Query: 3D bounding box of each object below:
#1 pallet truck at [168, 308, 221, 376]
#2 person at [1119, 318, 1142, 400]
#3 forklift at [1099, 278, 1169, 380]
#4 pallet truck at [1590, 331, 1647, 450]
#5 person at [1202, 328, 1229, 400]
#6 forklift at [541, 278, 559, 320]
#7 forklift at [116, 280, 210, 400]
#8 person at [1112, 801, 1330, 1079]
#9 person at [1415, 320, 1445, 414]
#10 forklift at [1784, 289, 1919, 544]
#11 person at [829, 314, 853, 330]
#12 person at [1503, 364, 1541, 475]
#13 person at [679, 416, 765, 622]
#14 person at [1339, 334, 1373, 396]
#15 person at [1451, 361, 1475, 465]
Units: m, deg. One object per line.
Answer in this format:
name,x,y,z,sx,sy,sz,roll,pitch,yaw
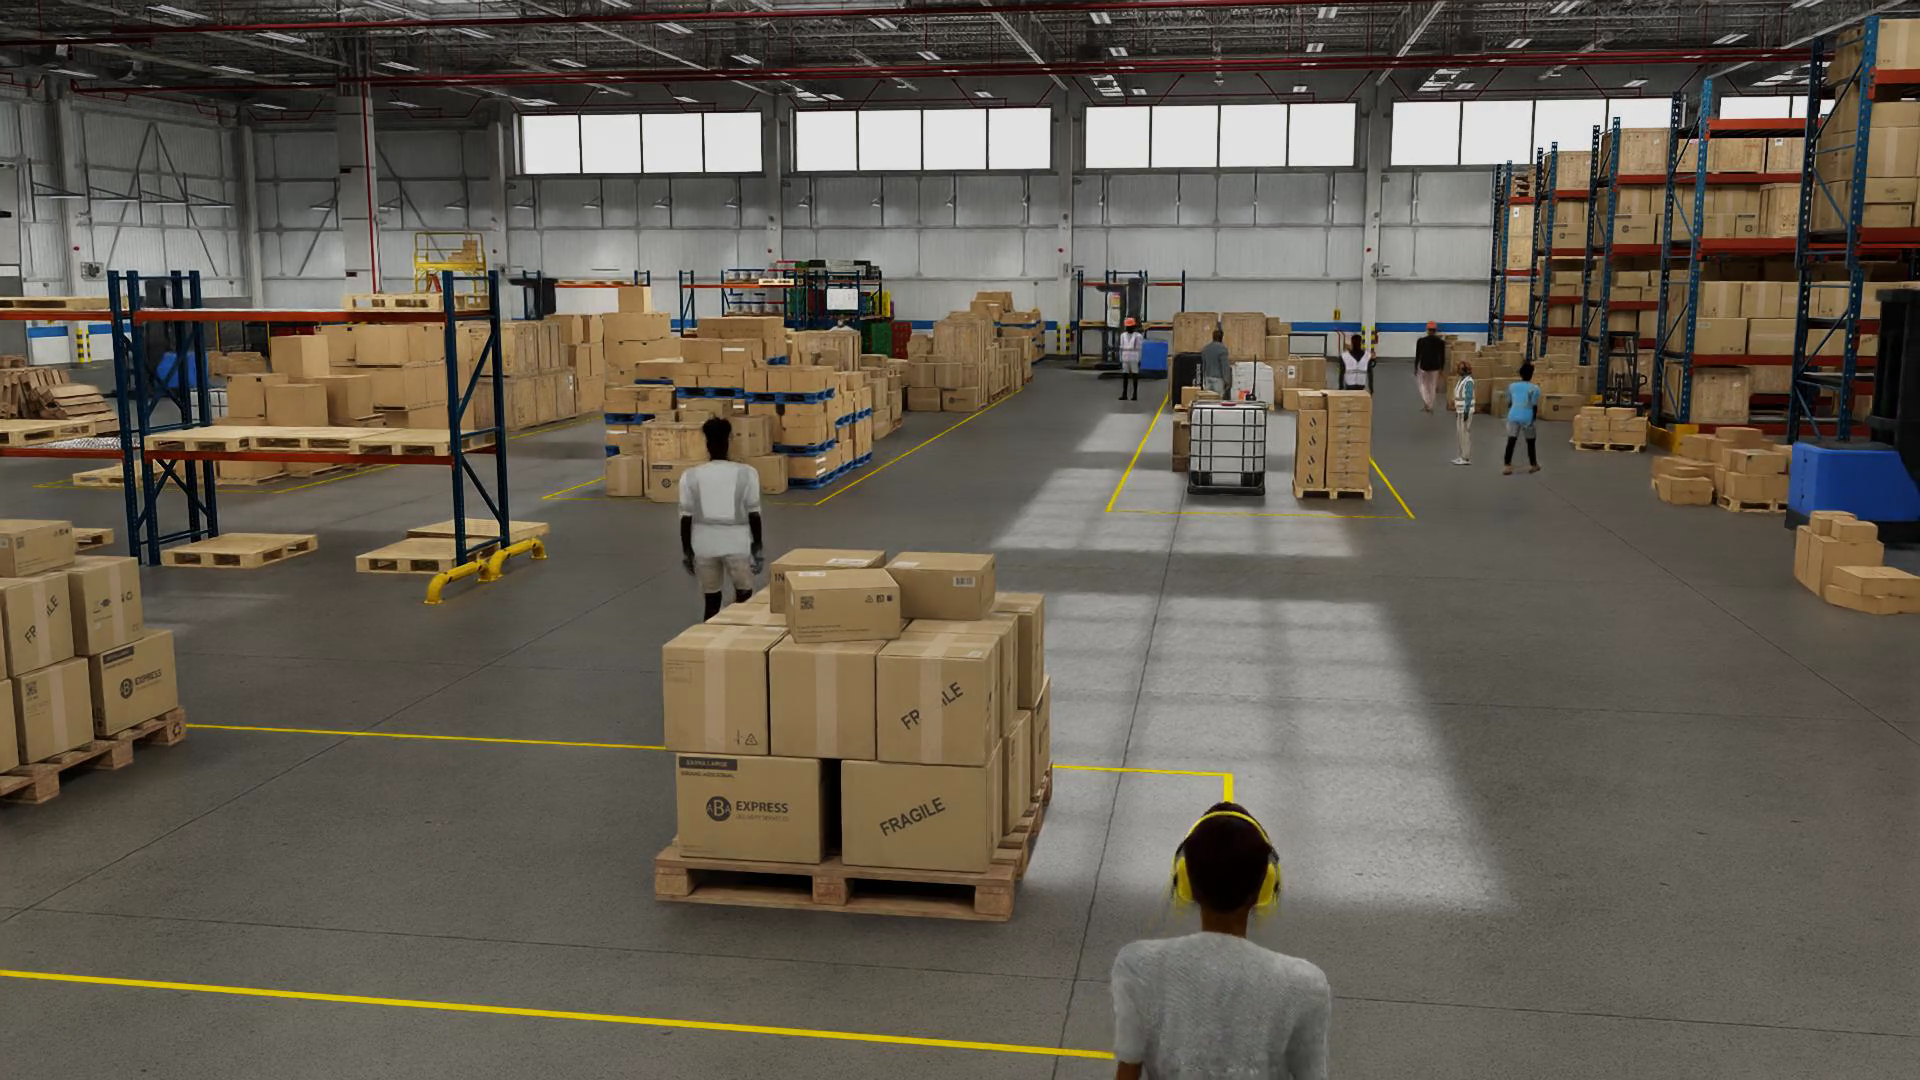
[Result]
pallet truck,-21.869,-5.598,47.154,0.823,1.965,1.885,4,10,26
person,3.971,-4.226,38.885,0.551,1.933,0.376,5,10,27
forklift,4.838,-5.842,45.945,1.873,2.768,1.129,1,9,9
pallet truck,11.253,-2.573,28.499,0.823,1.965,1.885,5,10,27
person,4.893,-3.091,31.906,0.366,1.931,0.630,-8,12,-39
forklift,-11.088,-5.701,45.073,1.873,2.768,1.129,-3,10,-17
forklift,-18.779,-4.726,39.059,1.873,2.768,1.129,-3,10,-16
person,0.607,1.508,3.891,0.540,1.825,1.003,3,10,18
person,9.965,-3.664,35.289,0.648,1.972,0.460,0,9,1
forklift,10.359,-1.373,18.384,1.873,2.768,1.129,1,9,9
person,-3.024,-4.783,42.346,0.637,1.922,0.474,0,9,1
person,8.382,-1.793,24.753,0.542,1.651,0.863,9,13,43
person,-1.778,0.049,12.463,0.644,1.946,0.429,0,9,1
person,7.224,-2.829,30.447,0.594,1.887,0.953,-1,9,-3
person,7.889,-1.990,26.036,0.320,1.631,0.525,0,9,0
